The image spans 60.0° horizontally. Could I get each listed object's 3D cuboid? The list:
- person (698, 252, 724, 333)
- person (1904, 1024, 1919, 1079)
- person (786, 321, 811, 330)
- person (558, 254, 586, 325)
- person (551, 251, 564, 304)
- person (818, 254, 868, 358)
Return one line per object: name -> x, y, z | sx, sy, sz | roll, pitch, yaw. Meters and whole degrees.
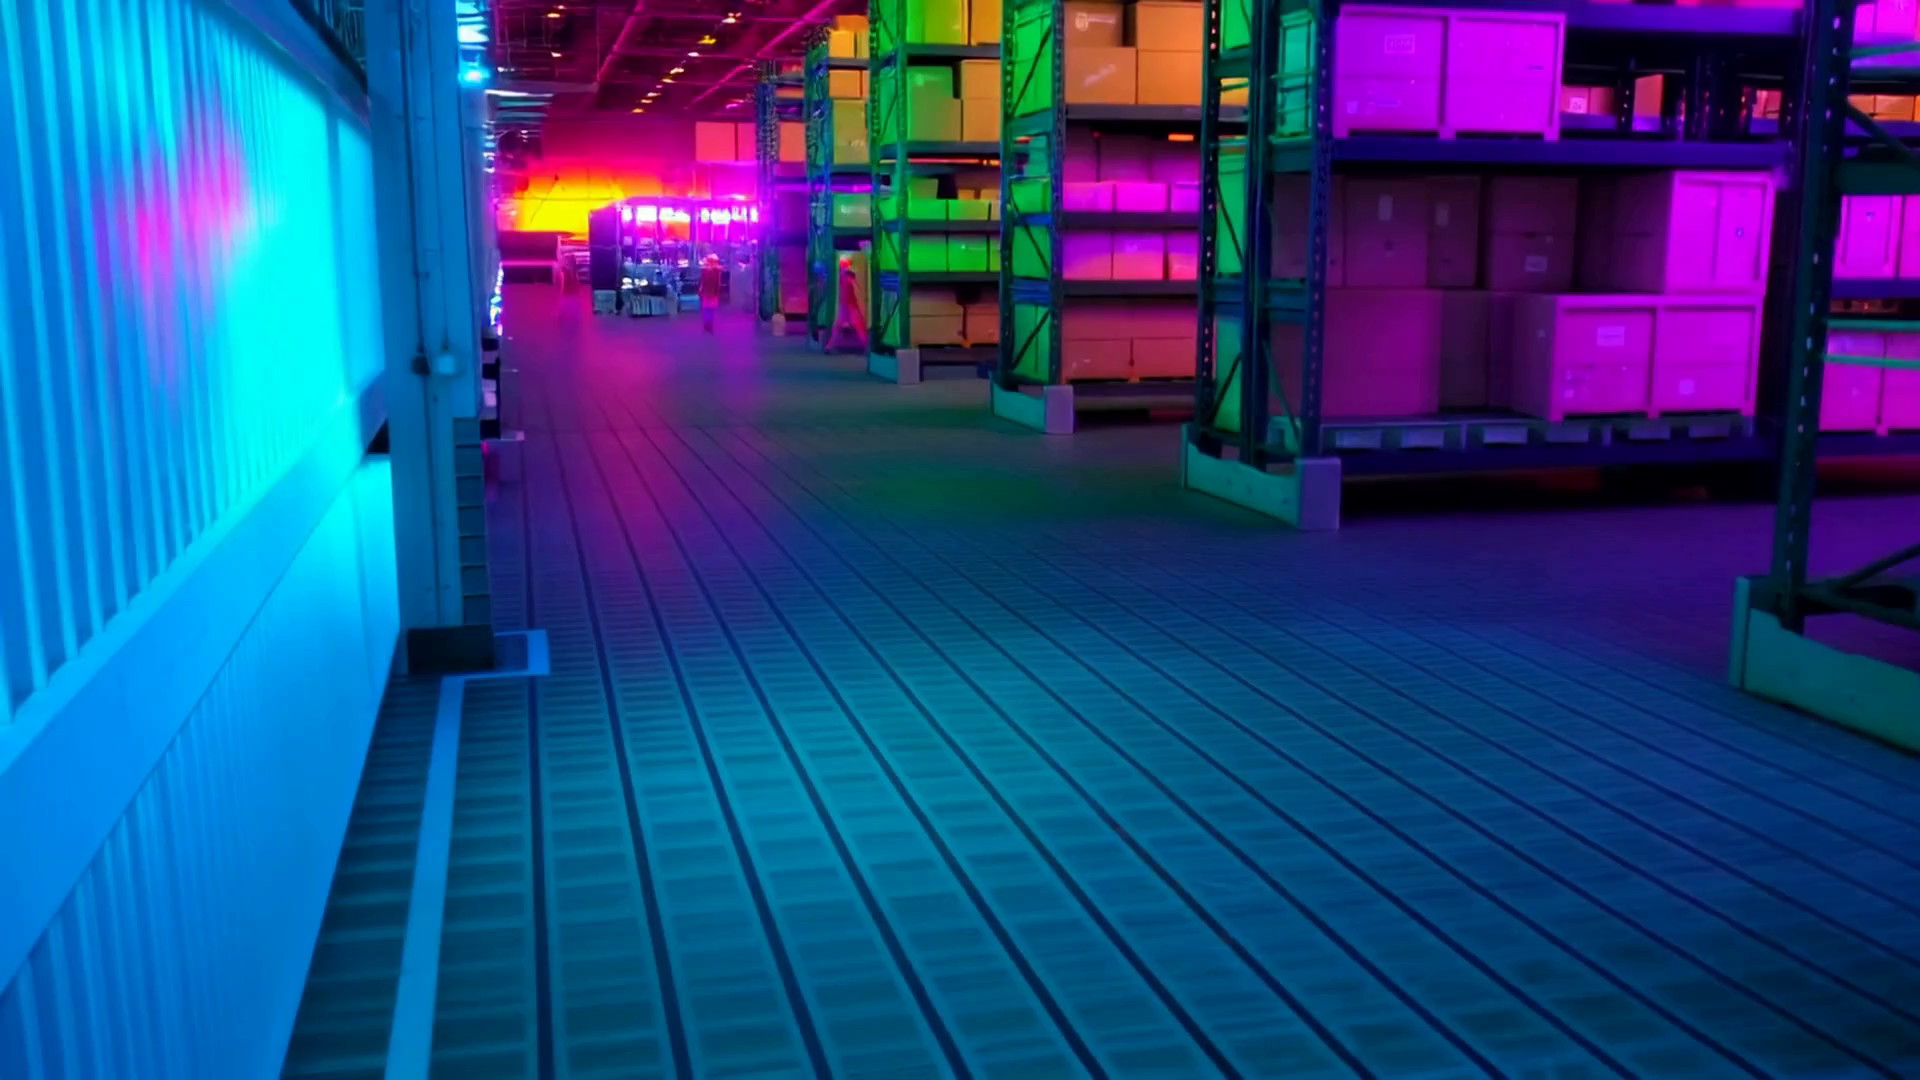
person -> -5.839, -5.857, 39.351 | 0.645, 1.884, 0.797 | 4, 11, 20
person -> 2.652, 0.500, 3.832 | 0.840, 1.710, 0.587 | 1, 10, 8
person -> -4.029, -5.942, 40.262 | 0.868, 1.726, 0.543 | -4, 11, -19
person -> -9.962, -6.409, 42.652 | 0.647, 1.824, 0.448 | -9, 13, -41
person -> -14.090, -9.189, 58.328 | 0.564, 1.846, 0.394 | 7, 12, 33
person -> -2.038, -4.230, 30.131 | 1.017, 1.896, 0.637 | 1, 10, 7
